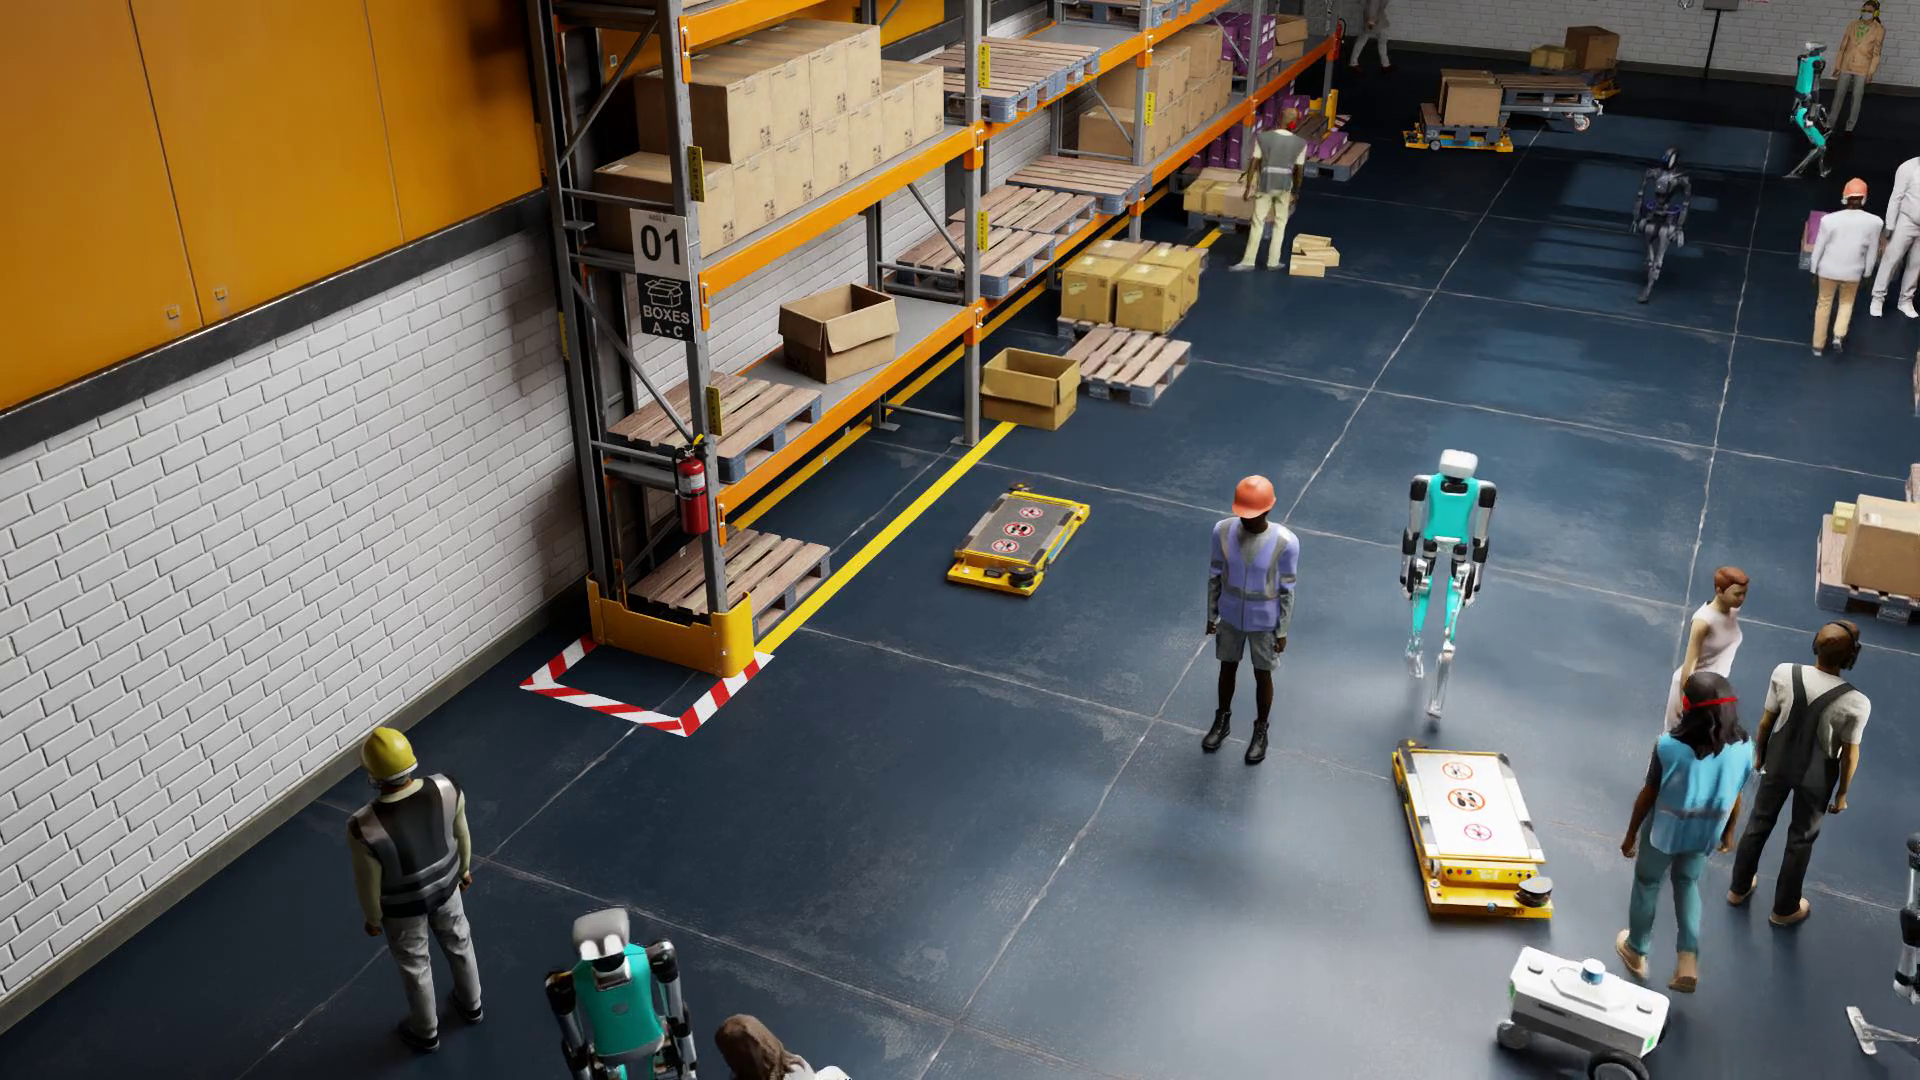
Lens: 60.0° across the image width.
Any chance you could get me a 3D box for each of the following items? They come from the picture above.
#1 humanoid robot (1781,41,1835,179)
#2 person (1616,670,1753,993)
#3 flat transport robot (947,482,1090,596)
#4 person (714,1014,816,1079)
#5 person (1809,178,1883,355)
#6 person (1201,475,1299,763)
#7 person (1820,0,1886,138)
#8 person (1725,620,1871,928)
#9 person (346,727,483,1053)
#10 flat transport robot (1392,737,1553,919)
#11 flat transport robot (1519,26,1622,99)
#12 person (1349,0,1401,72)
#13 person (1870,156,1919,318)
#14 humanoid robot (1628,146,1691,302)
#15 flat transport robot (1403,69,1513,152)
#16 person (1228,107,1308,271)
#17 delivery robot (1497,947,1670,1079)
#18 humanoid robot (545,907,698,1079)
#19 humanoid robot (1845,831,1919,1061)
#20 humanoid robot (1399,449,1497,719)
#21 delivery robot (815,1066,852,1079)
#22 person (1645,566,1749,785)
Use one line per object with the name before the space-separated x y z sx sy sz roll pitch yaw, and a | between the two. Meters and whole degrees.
humanoid robot | 11.078 -5.453 21.370 0.841 1.852 0.548 -1 28 -1
person | 3.616 1.496 8.283 0.569 1.853 0.566 1 28 1
flat transport robot | 0.470 -0.022 12.769 0.659 0.231 1.431 11 30 19
person | -0.756 2.524 6.608 0.513 1.608 0.840 -21 35 -34
person | 8.474 -2.608 16.013 0.566 1.732 0.425 11 30 19
person | 1.739 0.474 10.106 0.543 1.929 0.387 13 31 23
person | 12.530 -6.591 23.260 0.555 1.877 0.406 25 37 38
person | 4.441 1.229 8.789 0.346 1.846 0.505 -23 36 -36
person | -2.615 1.664 7.992 0.404 1.837 0.587 24 37 37
flat transport robot | 2.953 1.649 9.671 0.659 0.231 1.431 2 28 4
flat transport robot | 9.479 -7.109 25.909 1.431 0.231 0.659 22 35 35
person | 6.738 -8.408 26.740 0.882 1.774 0.532 20 34 32
person | 9.751 -3.193 16.933 0.638 1.902 0.410 2 28 4
humanoid robot | 7.317 -3.322 17.437 0.735 1.622 0.606 -24 37 -37
flat transport robot | 6.904 -5.580 23.075 1.431 0.231 0.659 5 29 9
person | 3.358 -3.813 18.190 0.782 1.804 0.384 1 28 1
delivery robot | 3.071 2.319 8.132 0.784 0.599 0.499 16 32 27
humanoid robot | -1.444 2.182 7.161 0.578 1.780 0.890 -10 30 -17
humanoid robot | 4.584 1.993 7.514 0.544 1.732 1.067 -14 31 -24
humanoid robot | 3.053 0.372 10.572 0.530 1.786 1.045 7 29 12
delivery robot | -0.758 2.727 7.390 0.785 0.614 0.525 -24 36 -37
person | 4.283 0.878 9.631 0.460 1.659 0.270 -20 34 -32
